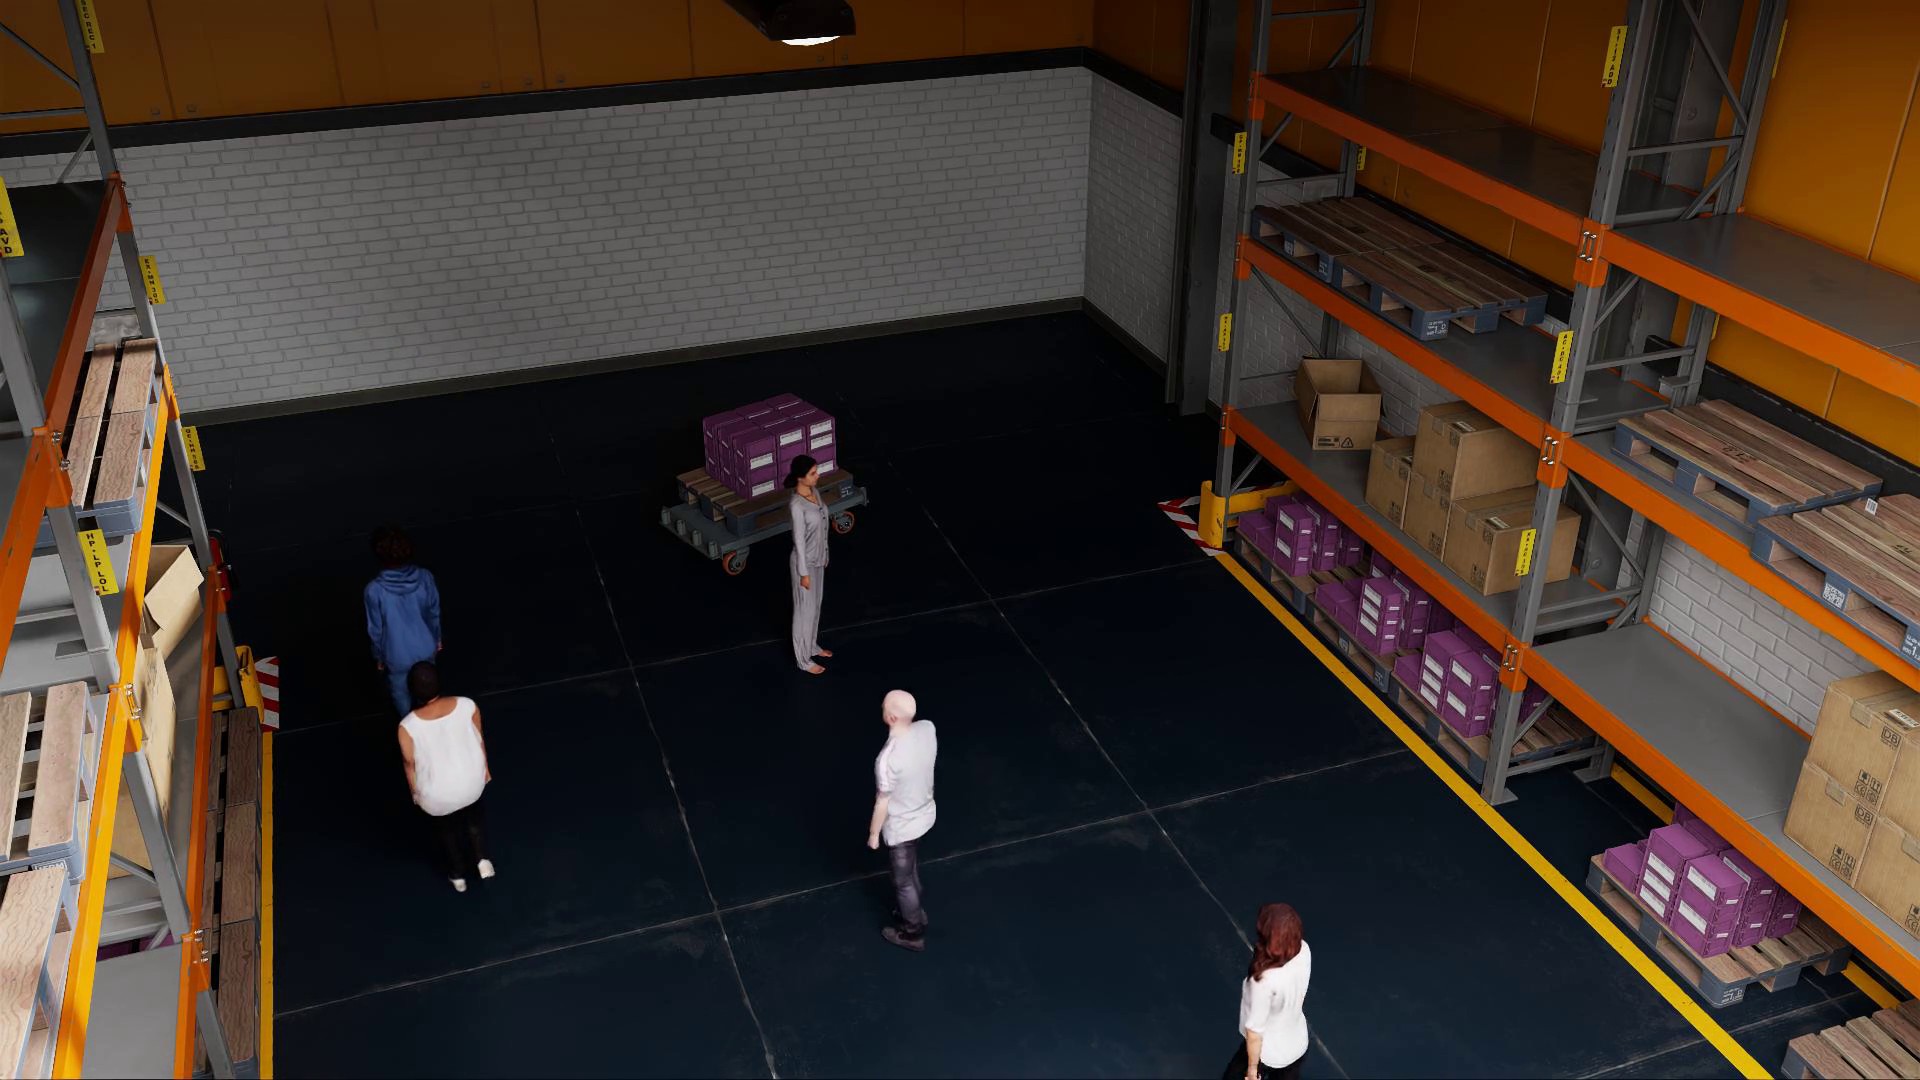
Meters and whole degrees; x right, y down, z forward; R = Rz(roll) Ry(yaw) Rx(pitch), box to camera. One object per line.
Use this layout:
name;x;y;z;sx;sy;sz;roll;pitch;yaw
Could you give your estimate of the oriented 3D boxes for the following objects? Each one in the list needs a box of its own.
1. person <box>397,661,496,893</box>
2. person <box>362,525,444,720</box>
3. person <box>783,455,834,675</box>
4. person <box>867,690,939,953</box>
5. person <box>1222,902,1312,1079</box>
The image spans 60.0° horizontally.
person;-3.140;1.498;10.252;0.729;1.679;0.743;-16;32;-27
person;-3.794;0.757;11.481;0.796;1.803;0.878;-19;34;-31
person;-1.156;0.164;12.599;0.744;1.773;0.646;7;29;12
person;-0.248;1.679;9.768;0.853;1.825;0.806;16;32;26
person;1.628;2.553;8.205;0.722;1.787;0.754;-23;36;-36
